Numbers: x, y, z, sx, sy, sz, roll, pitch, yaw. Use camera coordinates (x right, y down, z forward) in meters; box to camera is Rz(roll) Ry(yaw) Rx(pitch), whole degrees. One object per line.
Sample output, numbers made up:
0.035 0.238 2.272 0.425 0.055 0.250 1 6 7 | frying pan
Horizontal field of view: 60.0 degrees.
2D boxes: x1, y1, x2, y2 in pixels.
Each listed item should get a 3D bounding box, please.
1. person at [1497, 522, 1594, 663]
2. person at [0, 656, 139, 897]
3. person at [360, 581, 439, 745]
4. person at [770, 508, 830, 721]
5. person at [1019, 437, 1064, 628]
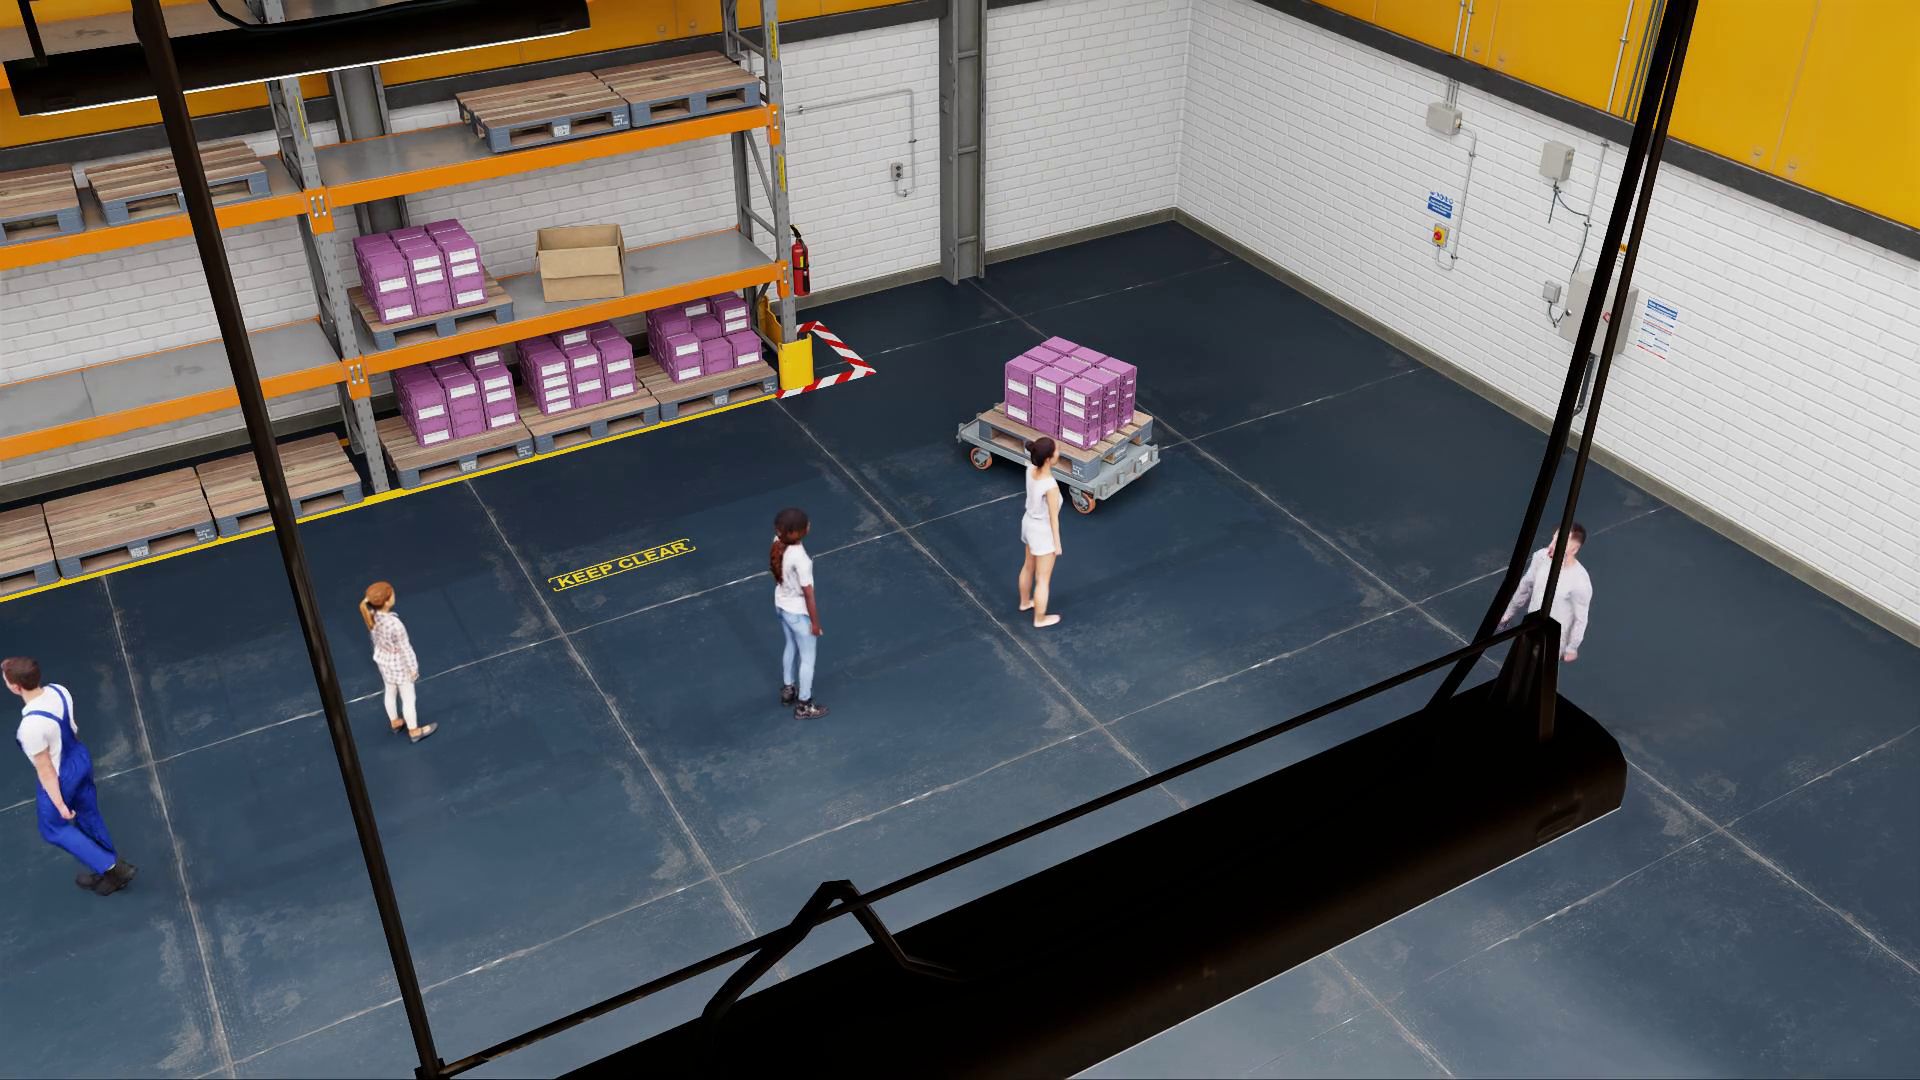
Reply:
4.102 0.633 11.453 1.059 1.805 0.836 -9 35 -13 | person
-5.385 1.466 10.174 0.888 1.835 0.823 3 34 5 | person
-3.947 0.849 11.576 0.620 1.309 0.641 20 38 27 | person
-1.160 0.492 11.743 0.513 1.719 0.595 -23 40 -30 | person
0.609 -0.073 12.691 0.518 1.612 0.560 -15 37 -22 | person
